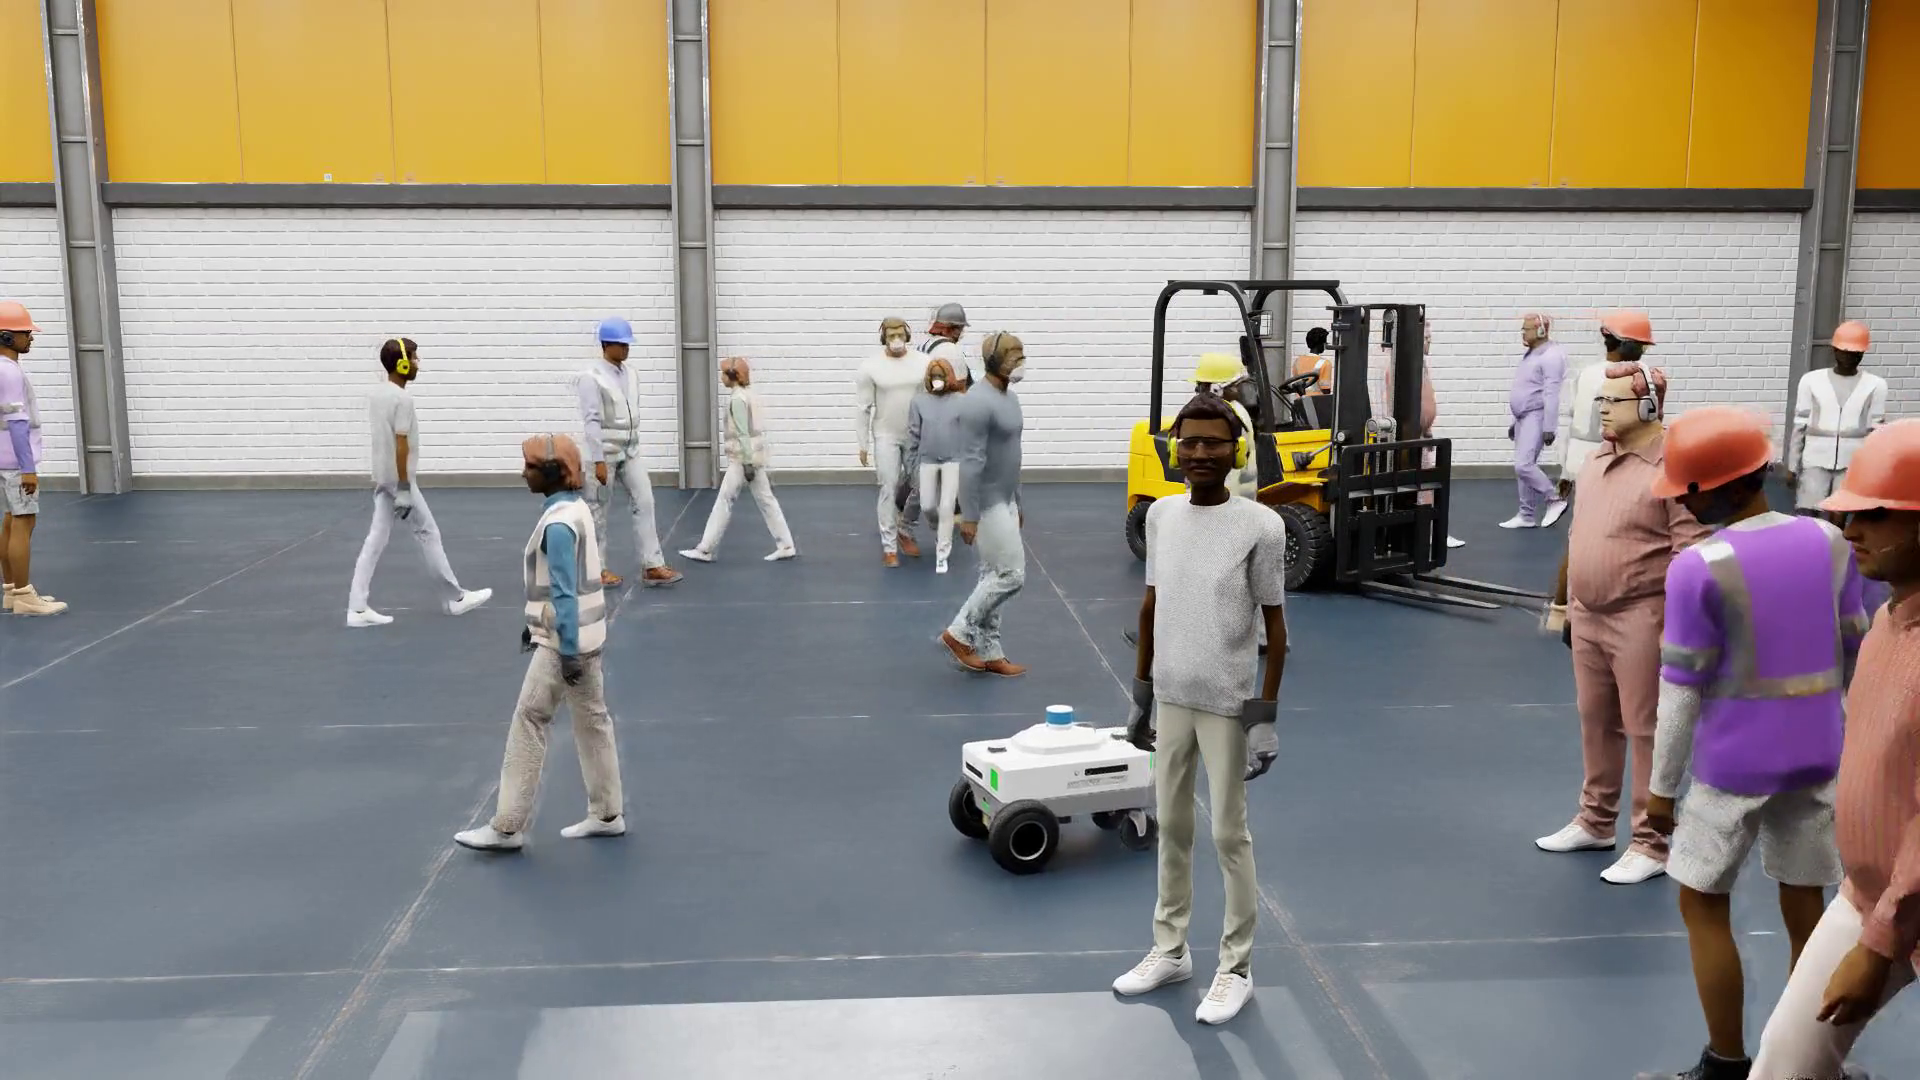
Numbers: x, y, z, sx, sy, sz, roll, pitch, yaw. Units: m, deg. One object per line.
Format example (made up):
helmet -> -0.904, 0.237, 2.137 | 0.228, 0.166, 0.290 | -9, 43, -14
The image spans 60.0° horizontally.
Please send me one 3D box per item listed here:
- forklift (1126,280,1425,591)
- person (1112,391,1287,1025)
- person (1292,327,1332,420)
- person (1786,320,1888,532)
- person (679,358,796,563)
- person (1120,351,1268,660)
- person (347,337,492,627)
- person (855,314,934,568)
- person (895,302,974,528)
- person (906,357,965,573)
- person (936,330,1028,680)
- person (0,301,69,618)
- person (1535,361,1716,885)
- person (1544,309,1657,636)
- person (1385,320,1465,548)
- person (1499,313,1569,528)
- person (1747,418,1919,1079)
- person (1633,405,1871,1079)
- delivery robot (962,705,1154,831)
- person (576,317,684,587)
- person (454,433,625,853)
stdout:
forklift -> 2.301, -0.860, 12.475 | 1.214, 2.155, 2.313 | -6, 11, -35
person -> 0.718, 0.494, 4.975 | 0.531, 1.875, 0.316 | 8, 12, 42
person -> 3.586, -1.316, 16.922 | 0.318, 1.691, 0.534 | -5, 11, -31
person -> 5.892, -0.520, 11.209 | 0.570, 1.916, 0.567 | 4, 10, 25
person -> -1.687, -0.607, 12.784 | 0.896, 1.583, 0.524 | 0, 9, 2
person -> 1.437, -0.182, 9.516 | 0.940, 1.780, 0.595 | 3, 10, 18
person -> -3.531, -0.376, 10.610 | 0.965, 1.815, 0.548 | -9, 13, -43
person -> -0.467, -0.763, 12.716 | 0.674, 1.928, 0.514 | -3, 9, -16
person -> -0.229, -1.108, 14.518 | 0.962, 2.000, 0.676 | -3, 10, -18
person -> -0.142, -0.583, 12.585 | 0.506, 1.611, 0.621 | 1, 9, 8
person -> 0.192, -0.175, 9.029 | 0.437, 1.921, 0.651 | 3, 9, 16
person -> -6.107, -0.520, 10.812 | 0.374, 2.042, 0.615 | -8, 12, -40
person -> 2.428, 0.297, 6.112 | 0.402, 1.906, 0.652 | -3, 9, -17
person -> 3.979, -0.393, 10.126 | 0.816, 2.002, 0.620 | 0, 9, -1
person -> 3.662, -0.884, 13.680 | 0.980, 1.865, 0.655 | 4, 10, 24
person -> 4.973, -1.020, 14.424 | 0.456, 1.891, 0.654 | 0, 9, 1
person -> 1.844, 0.728, 3.338 | 1.062, 1.925, 0.612 | 1, 9, 6
person -> 2.141, 0.590, 4.376 | 0.715, 1.892, 0.377 | -2, 9, -12
delivery robot -> 0.382, 0.879, 6.393 | 0.707, 0.478, 0.477 | -4, 10, -21
person -> -2.329, -0.591, 11.641 | 0.858, 1.914, 0.653 | 5, 10, 30
person -> -1.640, 0.398, 6.407 | 0.689, 1.616, 0.524 | -1, 9, -4
